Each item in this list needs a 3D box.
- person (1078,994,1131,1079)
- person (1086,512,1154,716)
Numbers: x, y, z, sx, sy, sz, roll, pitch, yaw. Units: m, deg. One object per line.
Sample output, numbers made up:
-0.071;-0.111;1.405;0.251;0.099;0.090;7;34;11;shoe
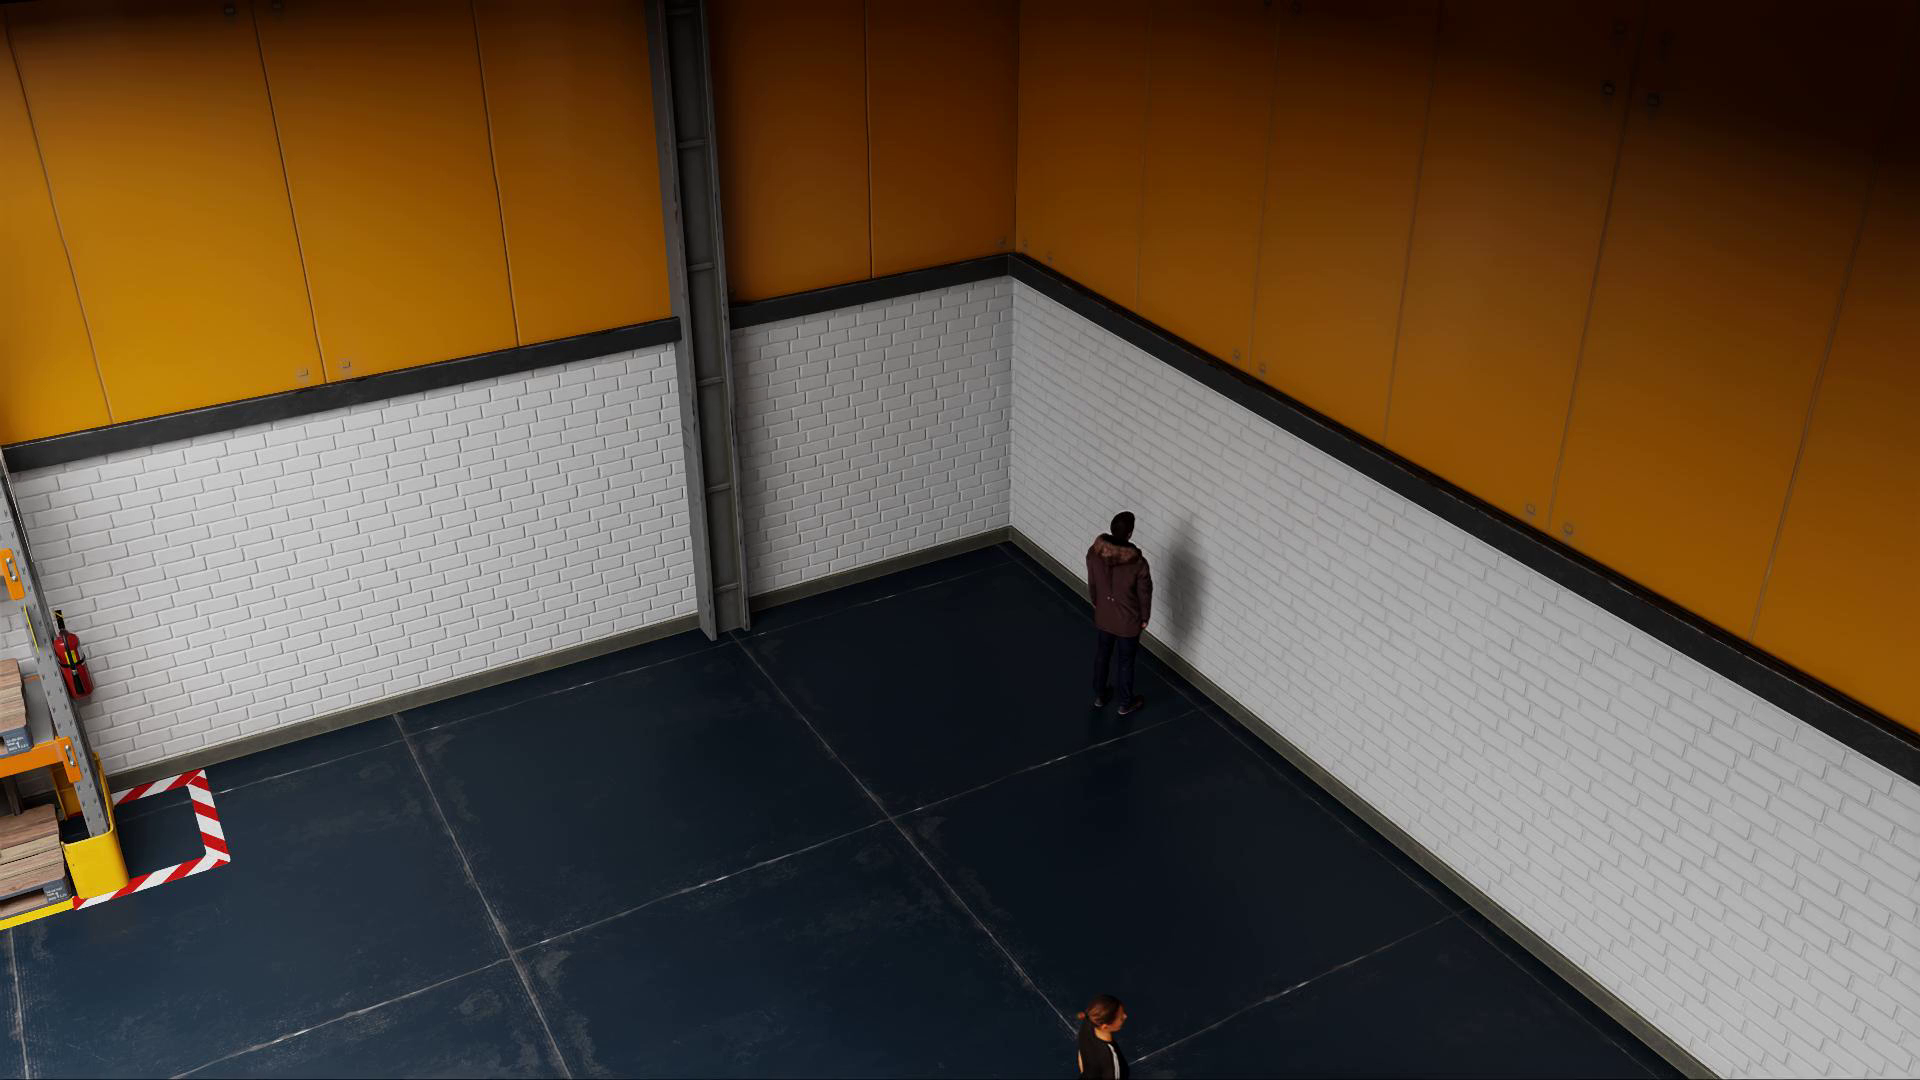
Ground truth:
0.765;3.183;9.296;0.561;1.668;0.620;-9;30;-16;person
1.321;0.599;13.845;0.861;1.848;0.847;19;34;31;person
